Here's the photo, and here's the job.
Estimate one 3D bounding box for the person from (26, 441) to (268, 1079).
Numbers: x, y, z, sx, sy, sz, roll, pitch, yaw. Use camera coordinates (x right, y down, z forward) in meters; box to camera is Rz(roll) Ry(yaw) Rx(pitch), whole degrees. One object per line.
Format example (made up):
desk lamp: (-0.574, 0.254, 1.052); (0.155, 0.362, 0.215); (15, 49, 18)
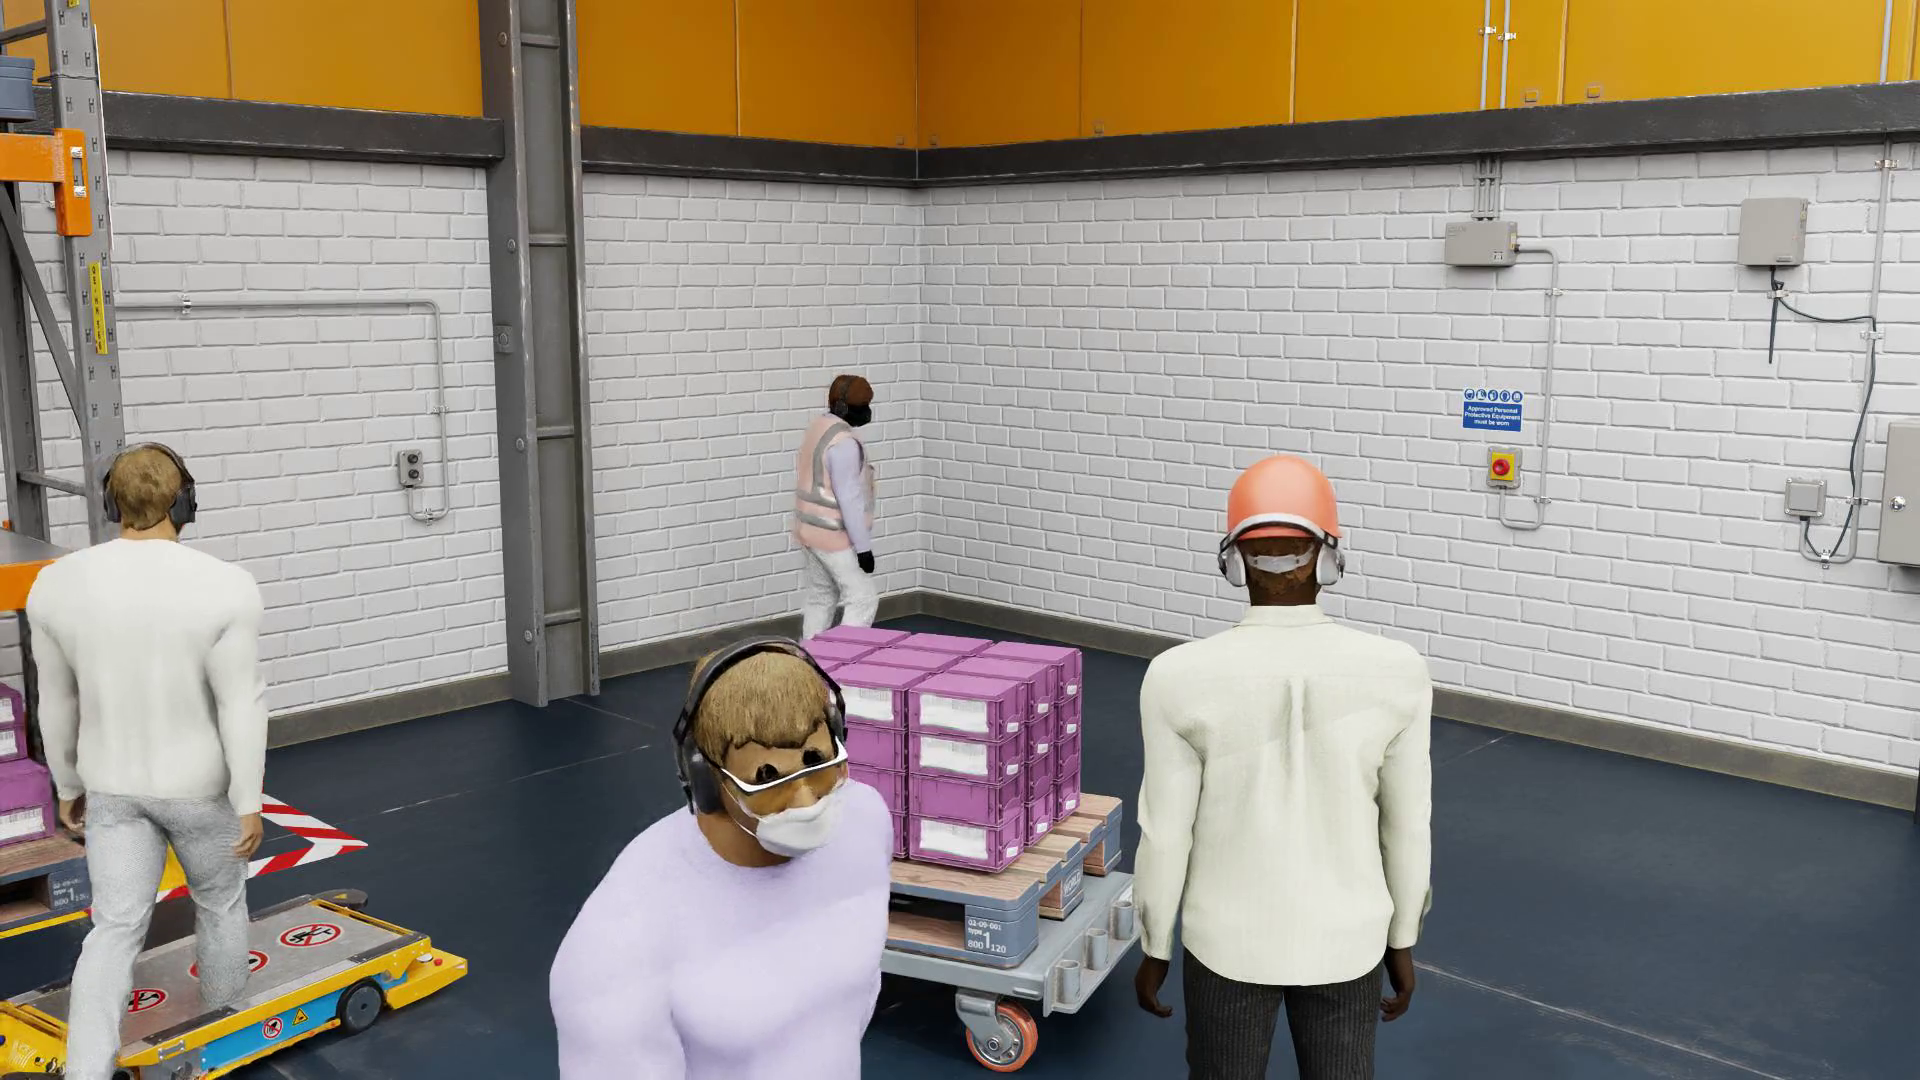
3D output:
person: (-2.216, 0.684, 4.554); (0.634, 1.910, 0.943); (-1, 9, -5)

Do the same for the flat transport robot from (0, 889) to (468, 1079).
flat transport robot: (-2.289, 1.413, 5.062); (0.652, 0.197, 1.431); (6, 11, 34)

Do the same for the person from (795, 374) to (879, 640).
person: (-0.659, -0.002, 9.084); (0.472, 1.809, 0.634); (-3, 10, -19)

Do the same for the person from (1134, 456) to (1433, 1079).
person: (0.659, 0.821, 3.447); (0.608, 1.987, 0.391); (0, 9, -1)

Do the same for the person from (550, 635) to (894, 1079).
person: (-0.312, 1.036, 2.441); (0.776, 1.880, 0.652); (8, 12, 40)
